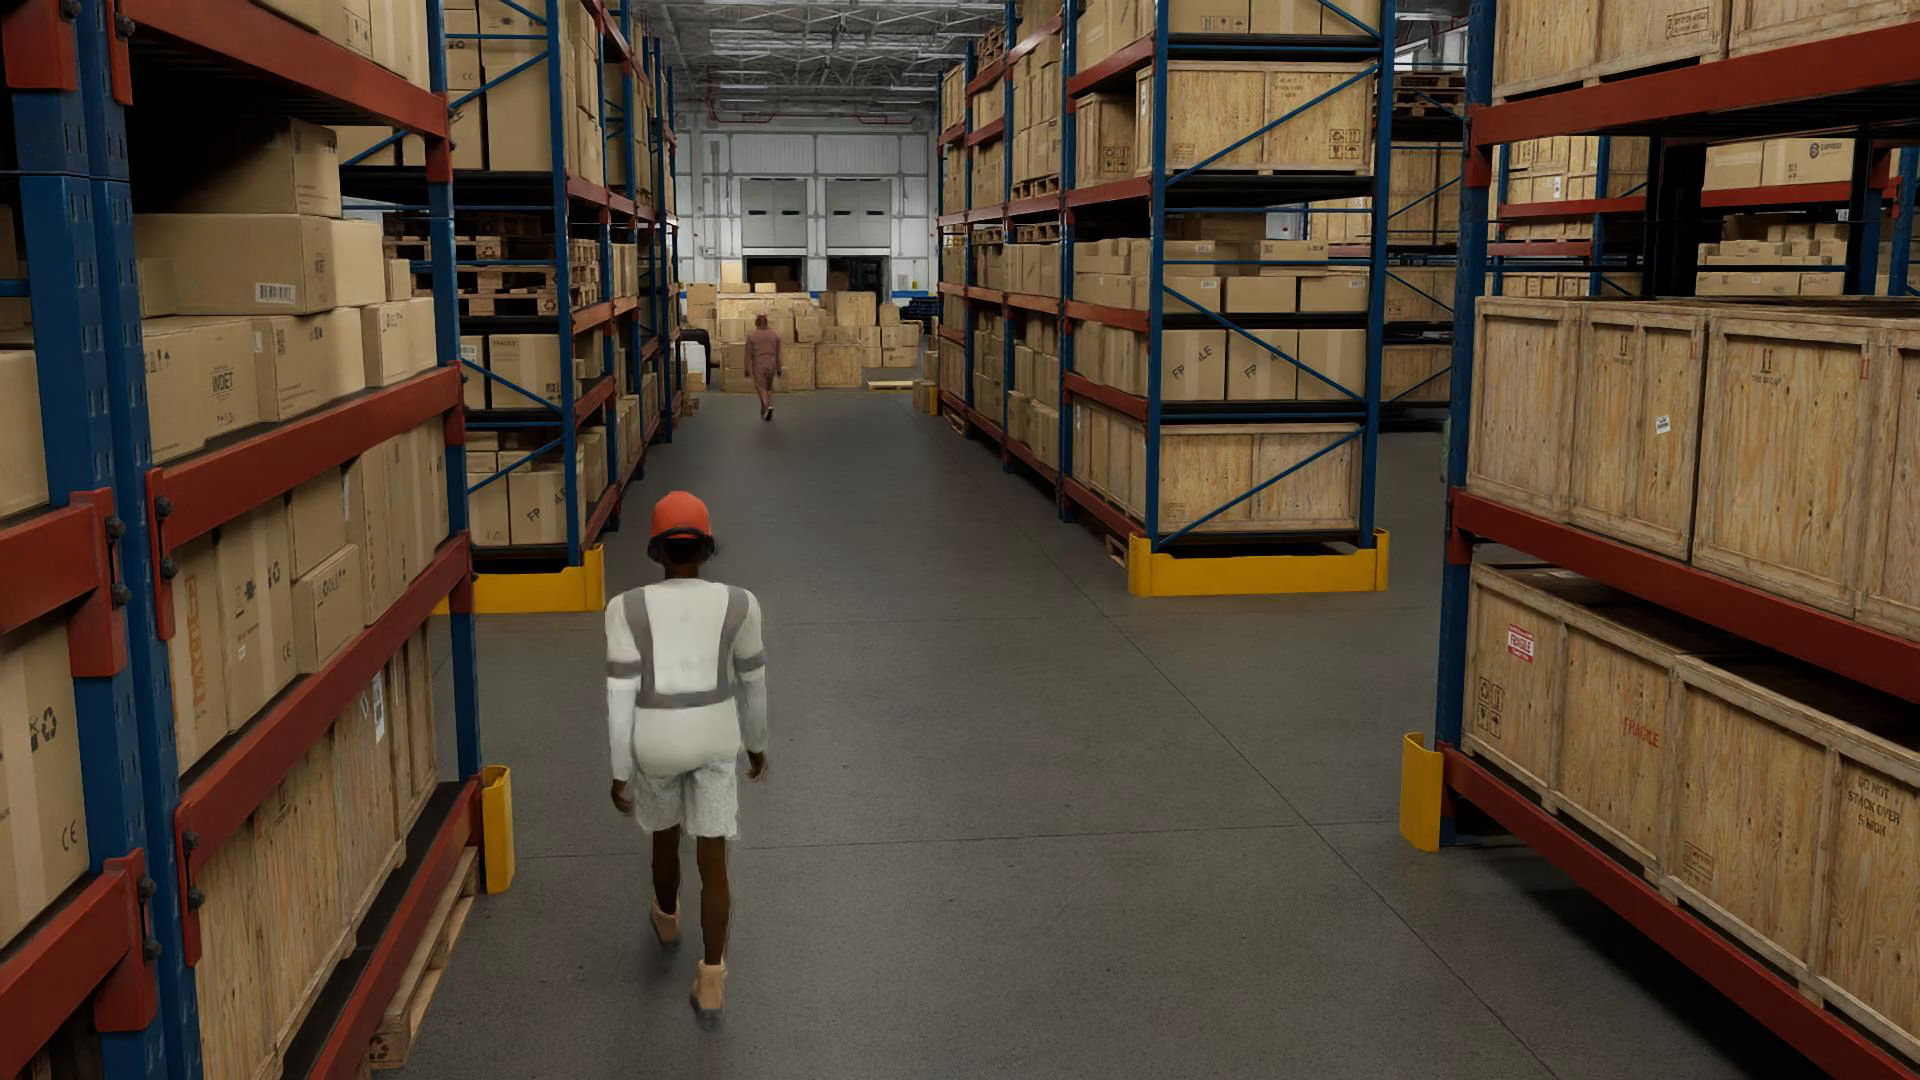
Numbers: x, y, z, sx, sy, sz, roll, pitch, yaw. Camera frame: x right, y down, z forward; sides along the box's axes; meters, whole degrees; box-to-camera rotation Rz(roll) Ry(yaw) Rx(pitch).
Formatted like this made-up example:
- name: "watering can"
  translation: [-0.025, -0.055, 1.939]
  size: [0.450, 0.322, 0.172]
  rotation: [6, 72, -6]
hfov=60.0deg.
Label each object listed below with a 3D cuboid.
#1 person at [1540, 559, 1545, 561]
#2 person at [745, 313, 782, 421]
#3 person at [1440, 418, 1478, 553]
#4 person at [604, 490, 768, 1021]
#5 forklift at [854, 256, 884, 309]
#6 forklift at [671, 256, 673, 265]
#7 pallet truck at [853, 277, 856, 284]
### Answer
- name: "person"
  translation: [5.704, -0.554, 14.707]
  size: [1.017, 1.868, 0.609]
  rotation: [2, 10, 13]
- name: "person"
  translation: [-3.432, -3.037, 29.202]
  size: [0.655, 1.877, 0.891]
  rotation: [-5, 11, -27]
- name: "person"
  translation: [4.985, -0.689, 16.351]
  size: [0.528, 1.590, 0.856]
  rotation: [2, 10, 12]
- name: "person"
  translation: [-1.071, 0.792, 6.559]
  size: [0.636, 1.981, 1.070]
  rotation: [-3, 10, -16]
- name: "forklift"
  translation: [-3.019, -8.045, 55.401]
  size: [1.129, 2.768, 1.873]
  rotation: [-6, 12, -33]
- name: "forklift"
  translation: [-10.987, -9.066, 61.344]
  size: [1.129, 2.768, 1.873]
  rotation: [-1, 10, -7]
- name: "pallet truck"
  translation: [-3.782, -9.391, 65.808]
  size: [1.885, 1.965, 0.823]
  rotation: [2, 10, 10]
